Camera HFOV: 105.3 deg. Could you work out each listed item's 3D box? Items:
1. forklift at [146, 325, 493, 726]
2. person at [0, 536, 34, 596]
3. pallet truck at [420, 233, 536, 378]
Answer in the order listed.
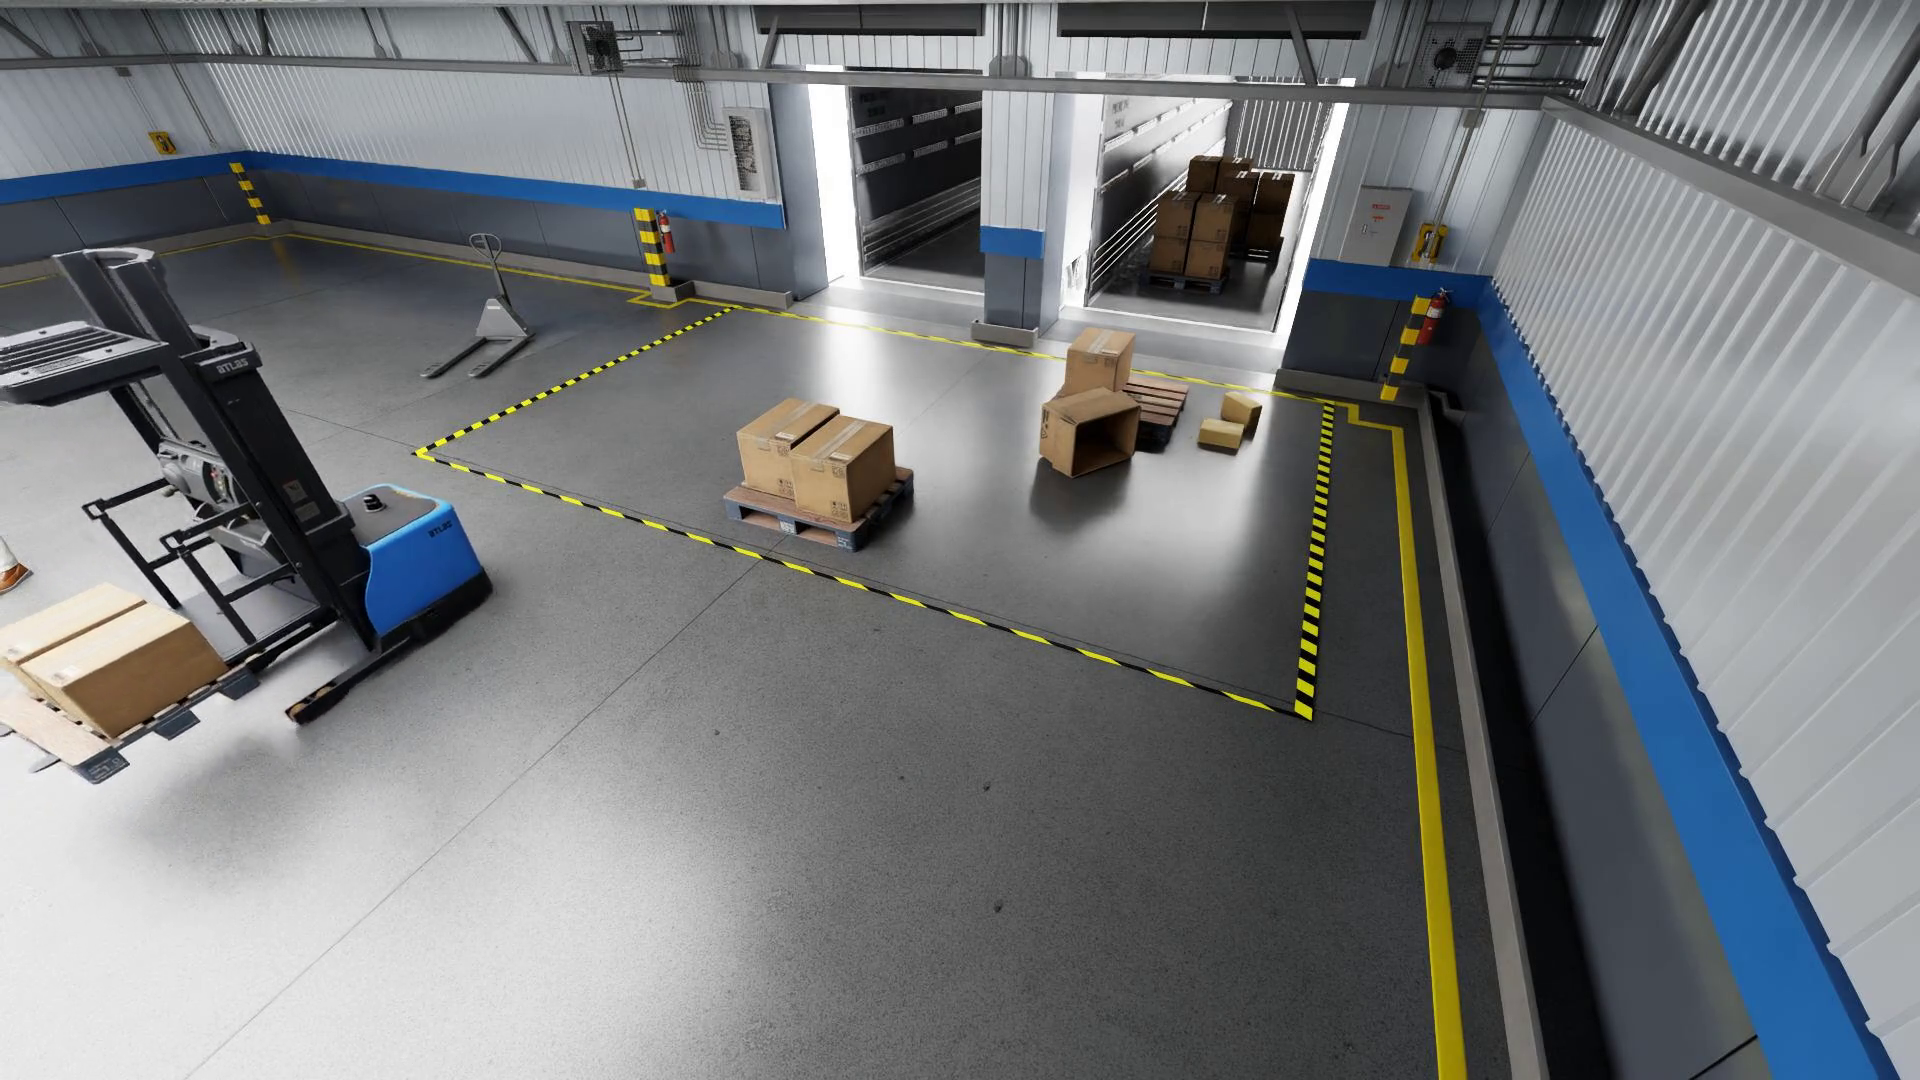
[{"bbox_3d":[-3.736,-0.291,4.339,0.716,2.013,0.776,14,38,19],"label":"forklift"},{"bbox_3d":[-6.871,-0.464,4.660,0.602,1.949,0.391,1,35,1],"label":"person"},{"bbox_3d":[-5.664,-2.712,8.427,0.680,1.201,1.601,0,35,-1],"label":"pallet truck"}]
